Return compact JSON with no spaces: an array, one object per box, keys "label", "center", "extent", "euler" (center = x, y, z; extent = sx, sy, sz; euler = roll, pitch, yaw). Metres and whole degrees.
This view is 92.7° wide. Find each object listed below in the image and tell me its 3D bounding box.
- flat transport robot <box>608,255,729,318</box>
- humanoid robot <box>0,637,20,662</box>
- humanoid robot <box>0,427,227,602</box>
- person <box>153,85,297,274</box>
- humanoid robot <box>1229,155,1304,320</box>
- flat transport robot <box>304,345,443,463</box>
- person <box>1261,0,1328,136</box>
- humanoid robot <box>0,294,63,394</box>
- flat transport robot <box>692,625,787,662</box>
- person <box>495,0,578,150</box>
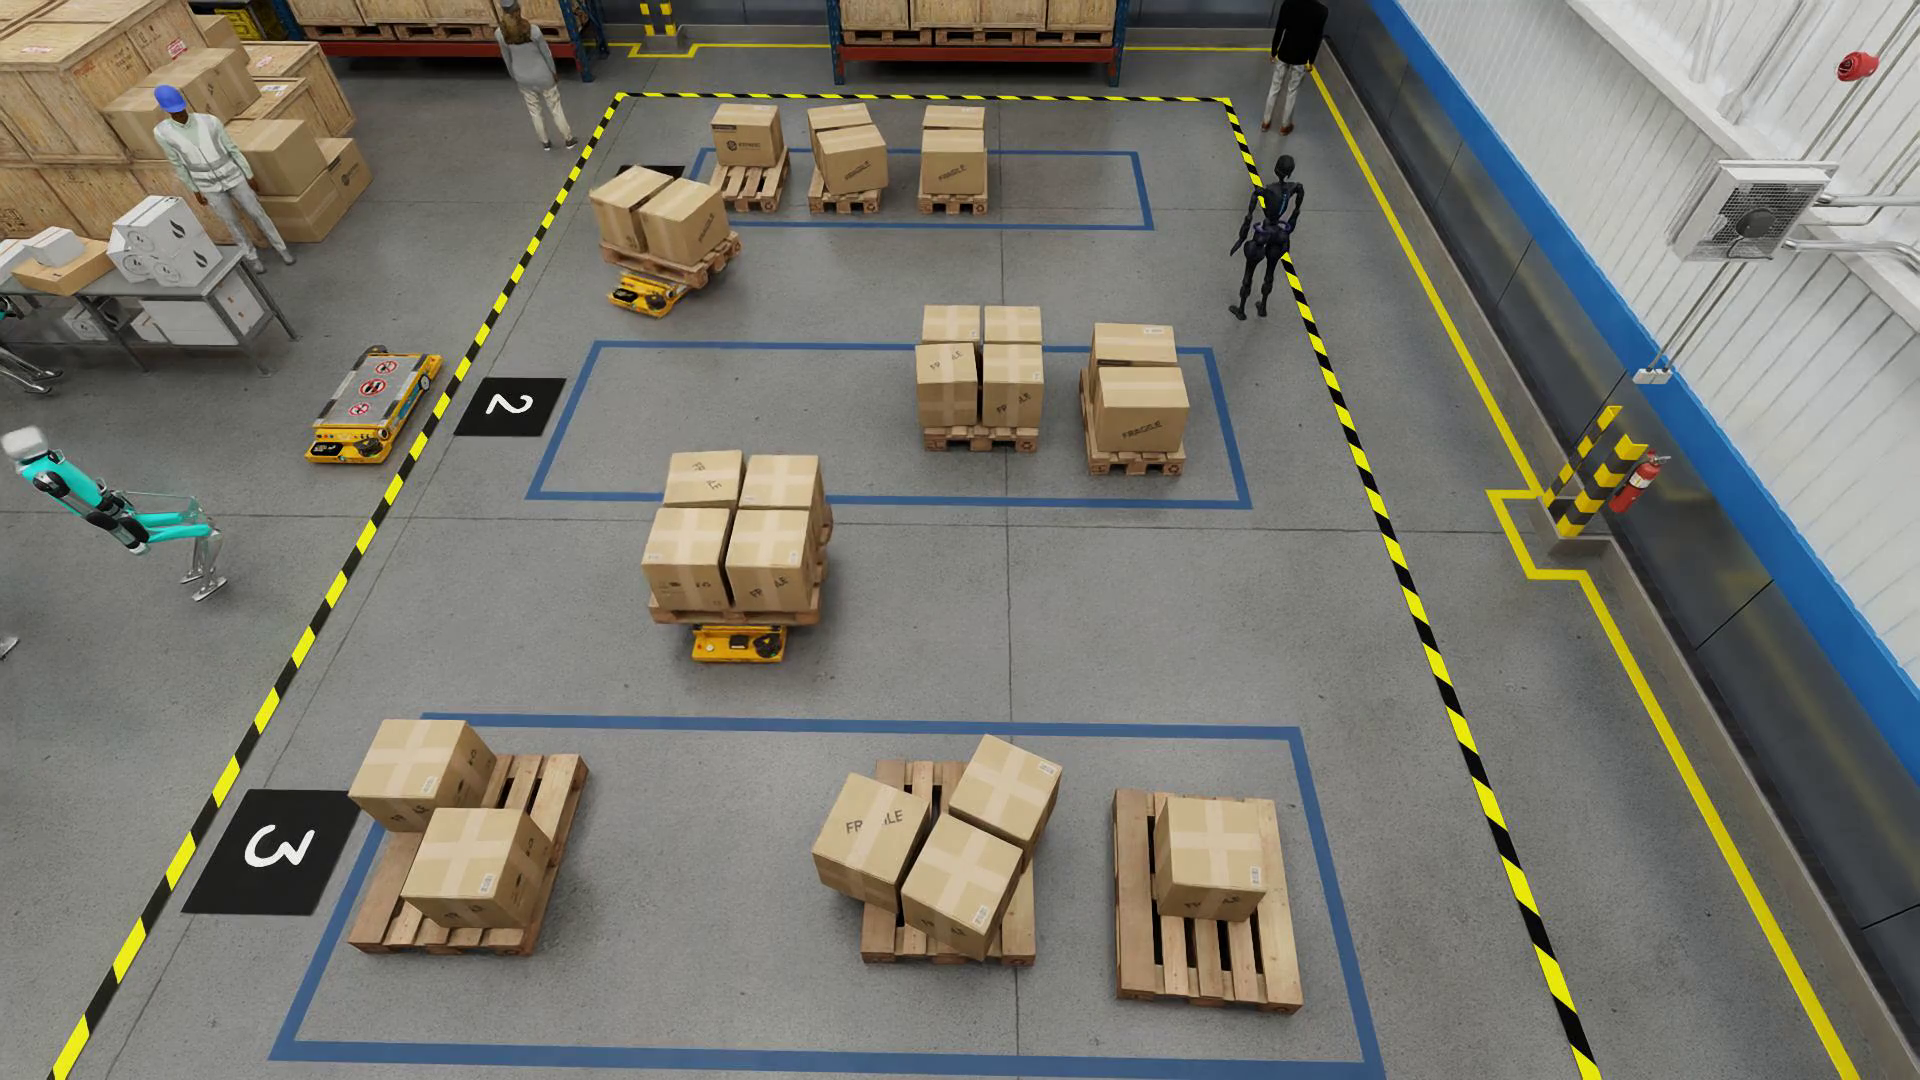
[{"label":"flat transport robot","center":[-3.069,-2.928,9.826],"extent":[0.652,0.197,1.431],"euler":[19,52,15]},{"label":"humanoid robot","center":[-7.187,0.394,6.078],"extent":[0.530,1.783,0.794],"euler":[-12,51,-10]},{"label":"humanoid robot","center":[-5.792,-0.238,6.516],"extent":[0.735,1.680,0.533],"euler":[-37,59,-27]},{"label":"person","center":[-7.558,-3.671,9.382],"extent":[0.602,1.939,0.412],"euler":[-30,56,-23]},{"label":"humanoid robot","center":[2.966,-2.920,8.905],"extent":[0.599,1.657,0.315],"euler":[-7,50,-6]},{"label":"flat transport robot","center":[-5.383,-1.269,8.441],"extent":[0.659,0.231,1.431],"euler":[1,50,1]},{"label":"person","center":[4.151,-6.028,11.415],"extent":[0.586,1.877,0.394],"euler":[26,54,20]},{"label":"humanoid robot","center":[-8.744,-2.020,8.026],"extent":[0.735,1.677,0.533],"euler":[-6,50,-5]},{"label":"flat transport robot","center":[-1.619,0.291,7.102],"extent":[0.652,0.197,1.431],"euler":[1,50,1]},{"label":"person","center":[-5.185,-5.649,11.167],"extent":[0.562,1.763,0.402],"euler":[-5,50,-4]}]
